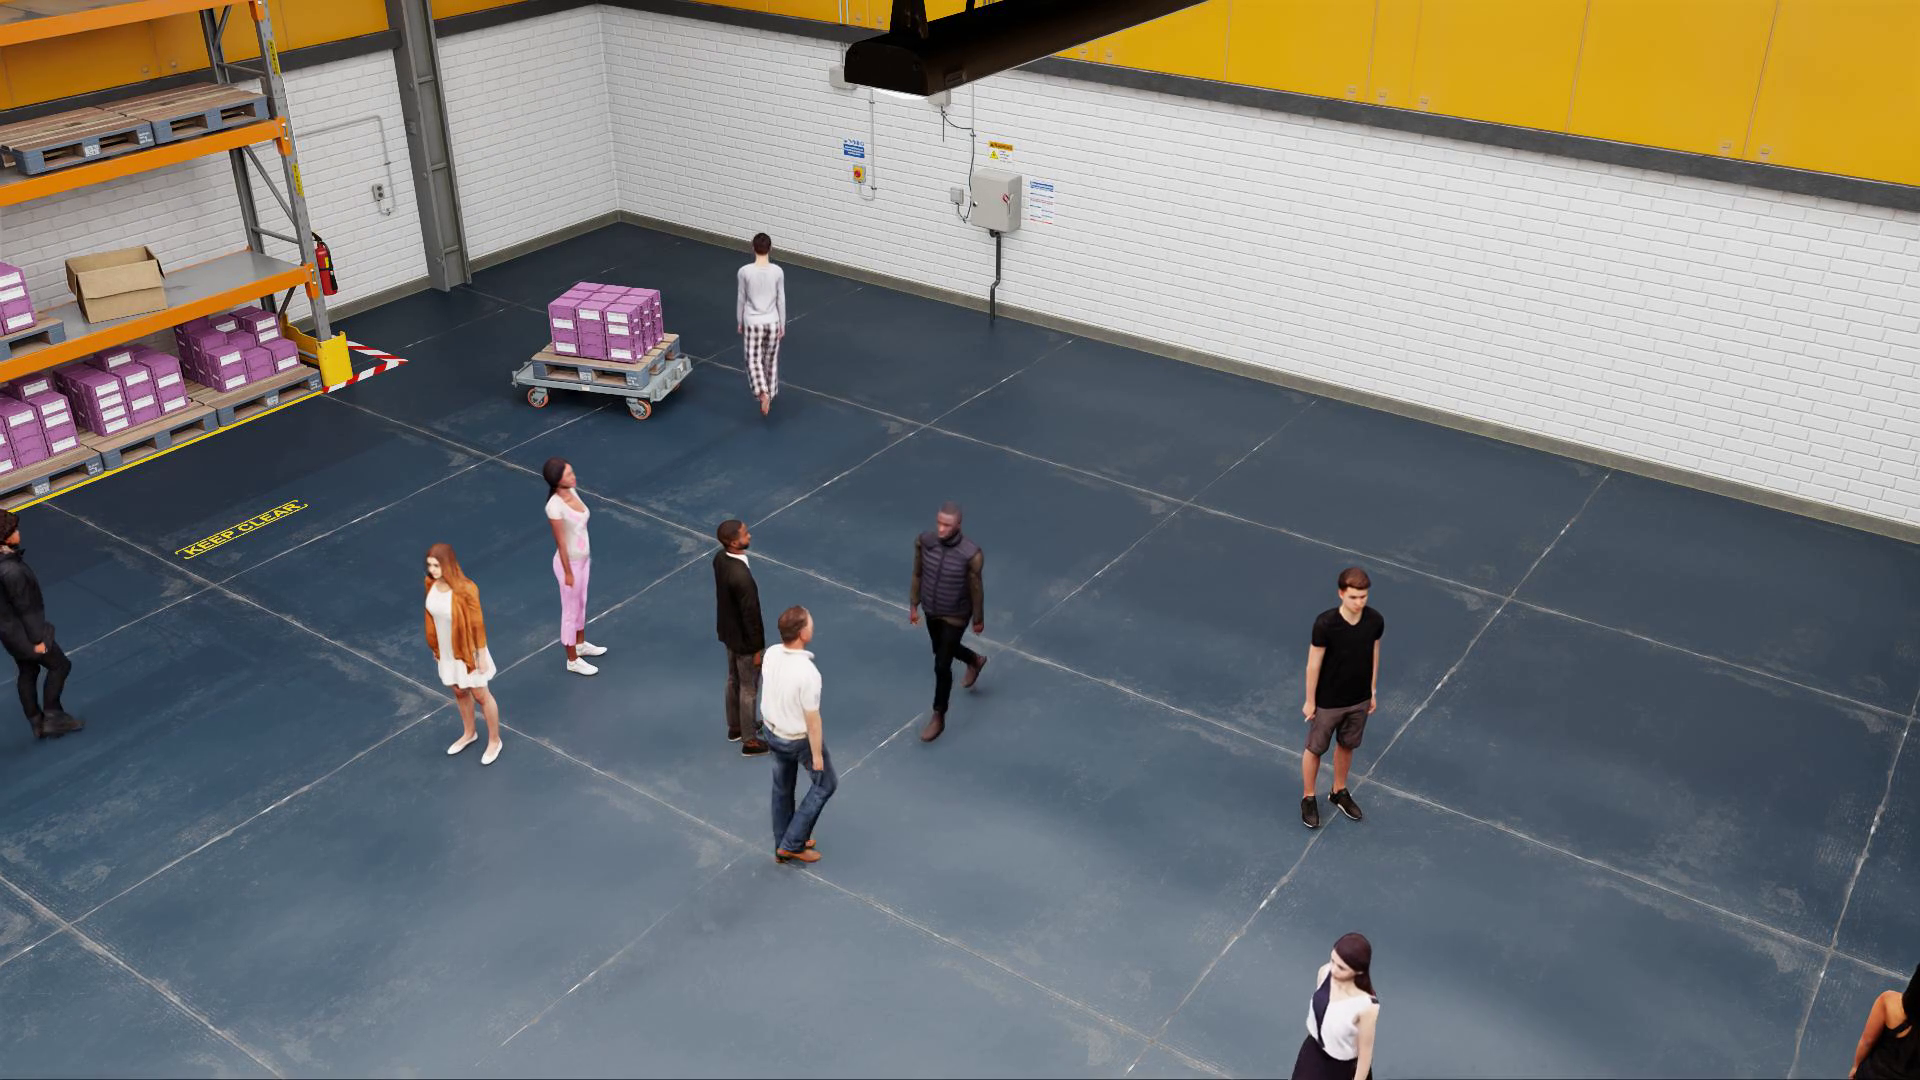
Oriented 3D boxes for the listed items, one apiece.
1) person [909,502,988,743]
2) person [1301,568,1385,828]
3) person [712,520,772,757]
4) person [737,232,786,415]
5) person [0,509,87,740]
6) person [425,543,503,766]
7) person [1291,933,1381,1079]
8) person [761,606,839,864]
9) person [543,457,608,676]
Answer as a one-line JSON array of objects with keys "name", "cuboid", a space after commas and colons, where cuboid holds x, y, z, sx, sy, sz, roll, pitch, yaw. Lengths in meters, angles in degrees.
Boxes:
[{"name": "person", "cuboid": [-0.048, 0.490, 11.832, 0.687, 1.800, 1.143, 22, 36, 35]}, {"name": "person", "cuboid": [2.482, 0.994, 10.843, 0.744, 1.862, 0.821, -7, 29, -13]}, {"name": "person", "cuboid": [-1.515, 0.666, 11.510, 0.719, 1.800, 0.739, -15, 32, -25]}, {"name": "person", "cuboid": [-1.972, -2.129, 16.608, 1.038, 1.824, 1.074, -6, 29, -11]}, {"name": "person", "cuboid": [-6.593, 0.652, 11.575, 0.643, 1.762, 0.571, 21, 35, 33]}, {"name": "person", "cuboid": [-3.433, 0.741, 11.458, 0.634, 1.717, 0.605, 13, 31, 23]}, {"name": "person", "cuboid": [1.927, 2.574, 8.208, 1.131, 1.612, 0.800, -19, 34, -31]}, {"name": "person", "cuboid": [-1.116, 1.277, 10.348, 0.725, 1.839, 0.739, -25, 38, -38]}, {"name": "person", "cuboid": [-2.915, 0.174, 12.474, 0.717, 1.740, 0.609, 2, 29, 4]}]
